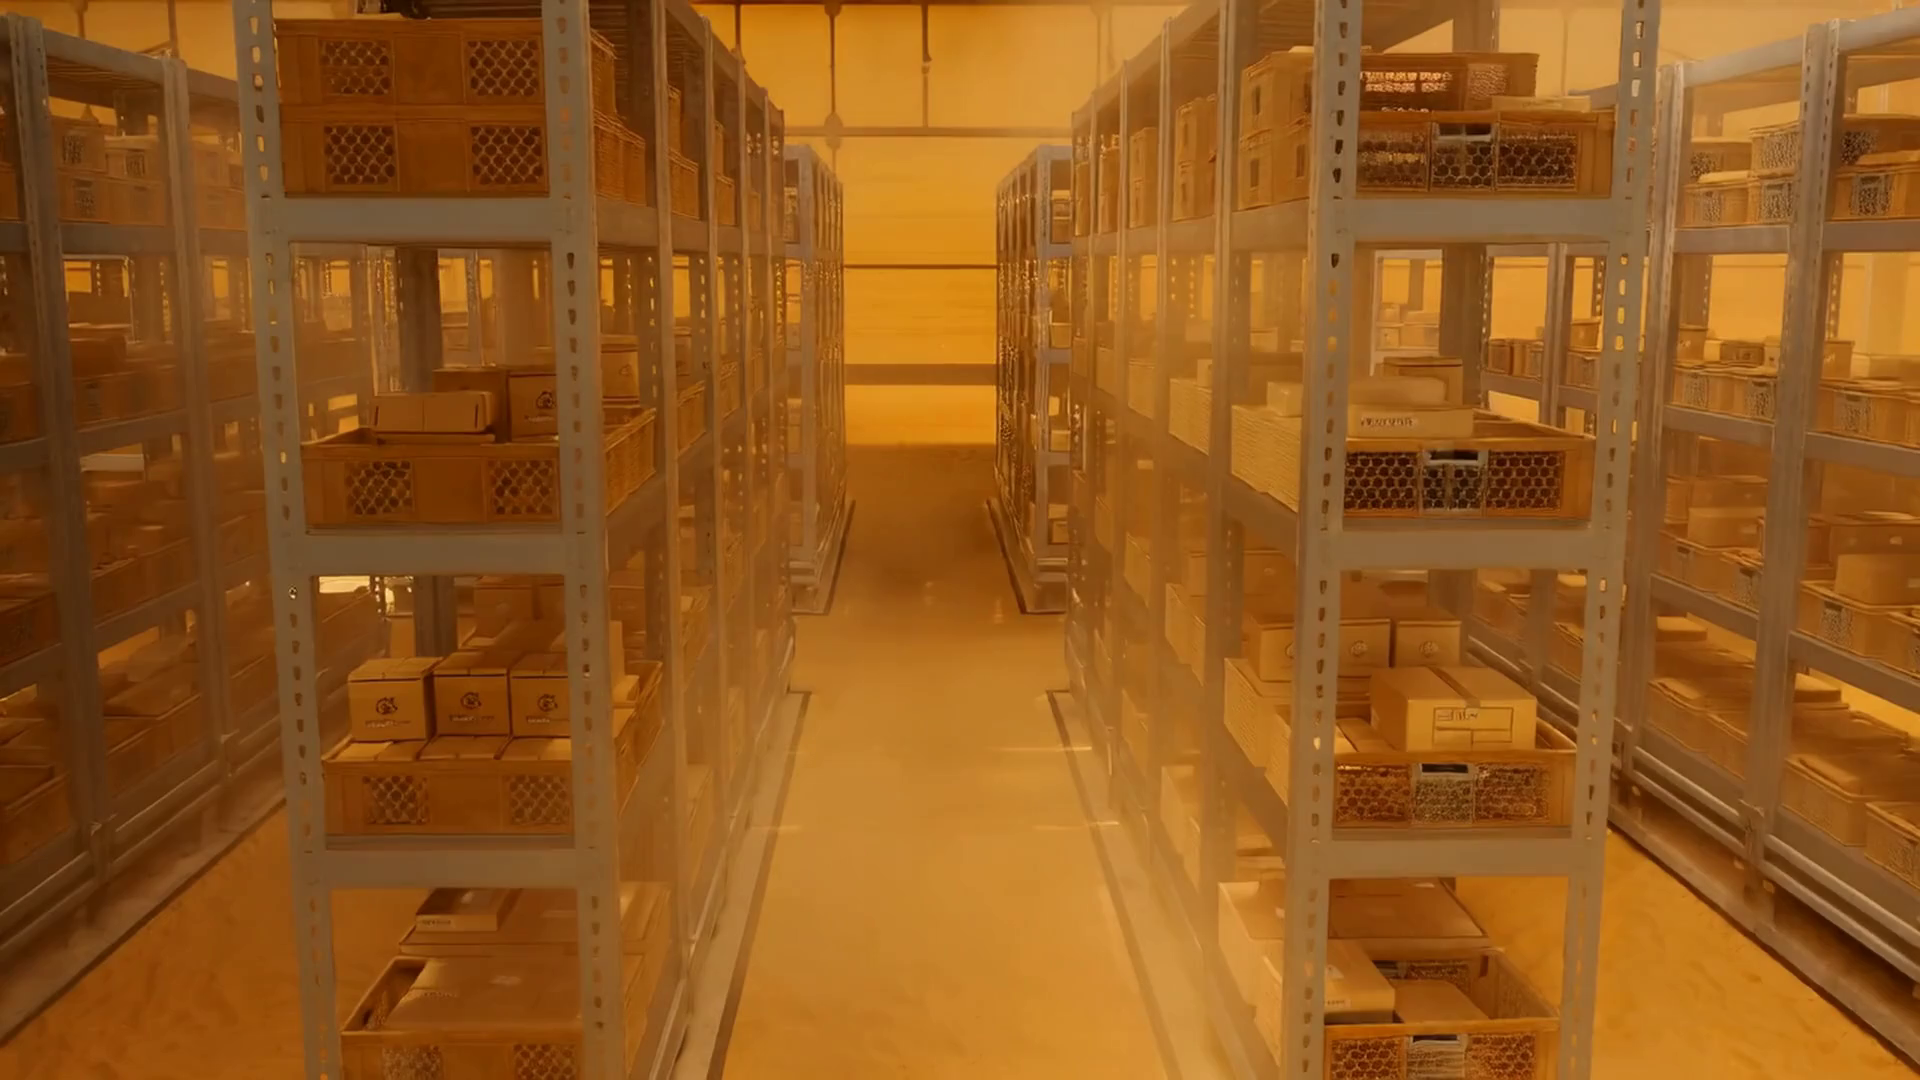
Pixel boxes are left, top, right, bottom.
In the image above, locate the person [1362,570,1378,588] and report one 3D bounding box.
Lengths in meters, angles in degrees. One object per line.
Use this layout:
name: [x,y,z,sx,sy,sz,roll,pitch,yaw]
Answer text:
person: [2.668,-0.030,11.035,0.443,1.830,0.562,-2,10,-14]
